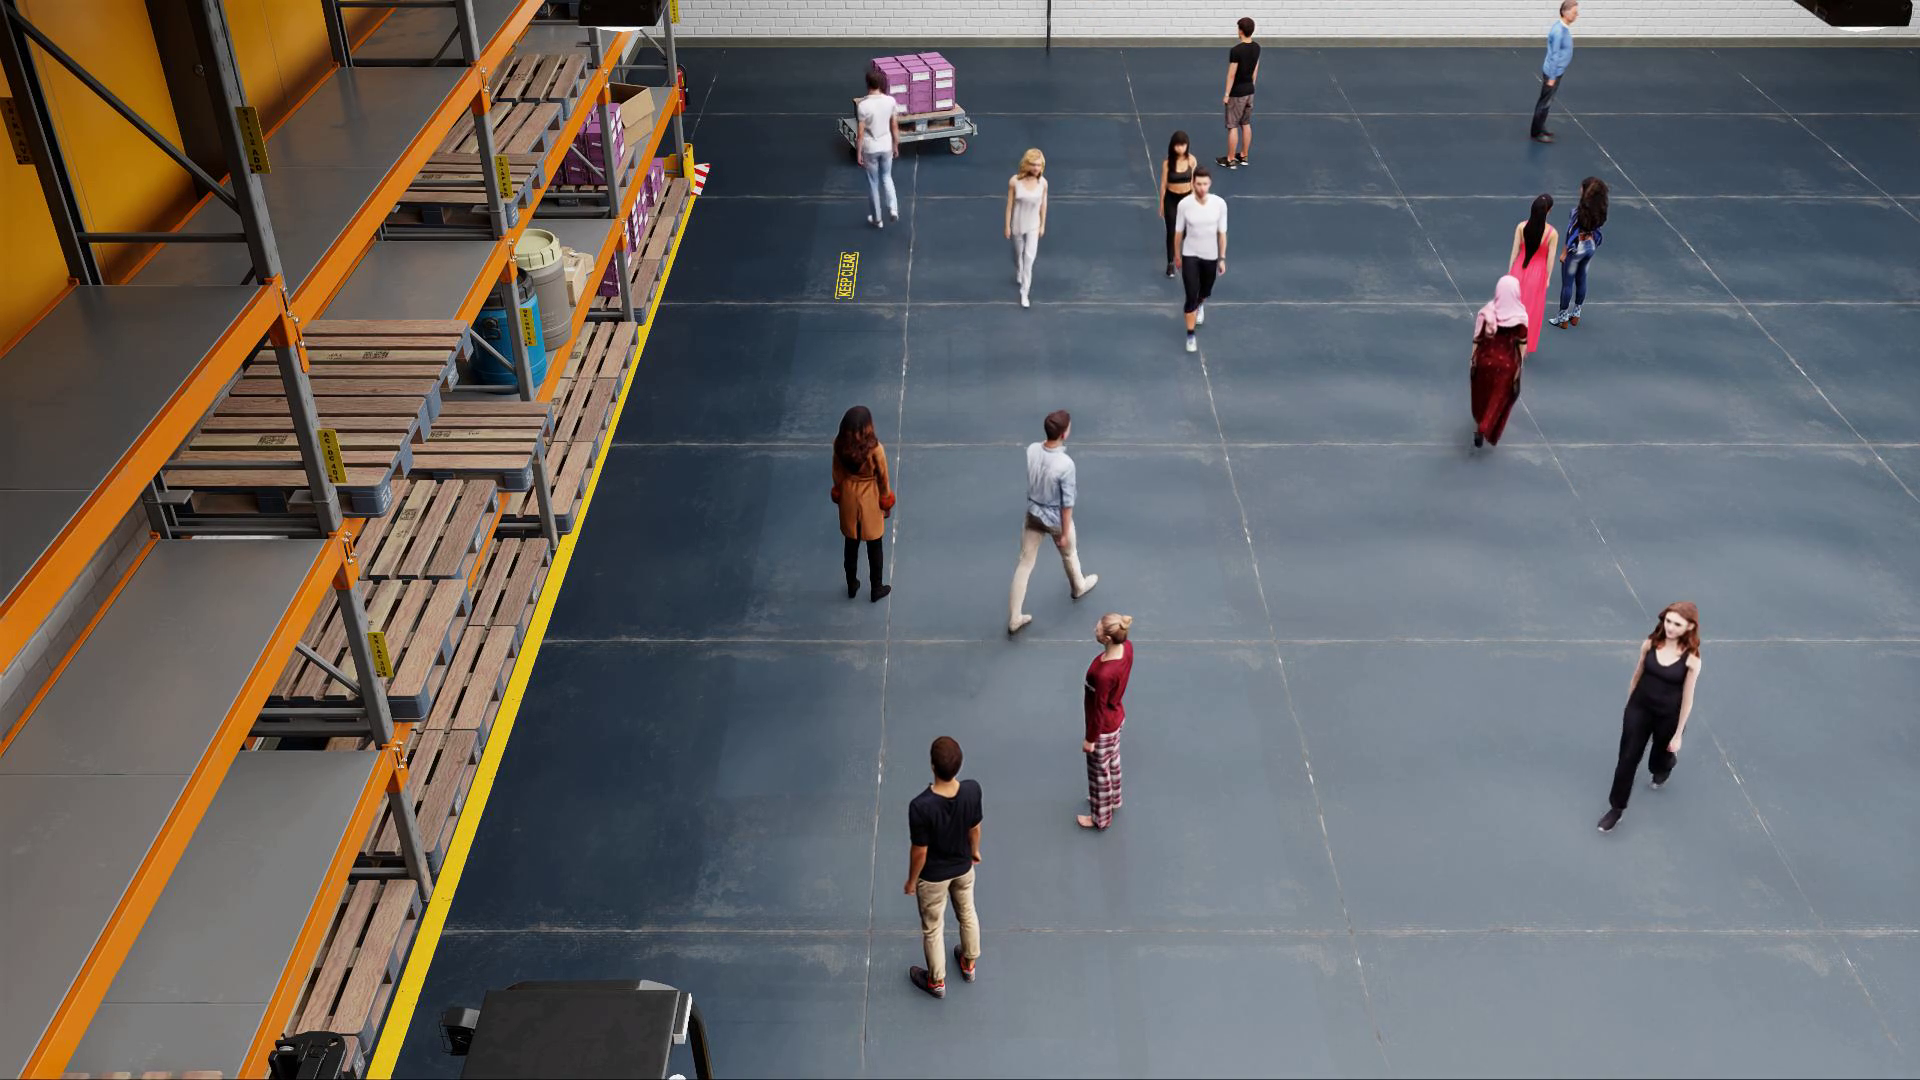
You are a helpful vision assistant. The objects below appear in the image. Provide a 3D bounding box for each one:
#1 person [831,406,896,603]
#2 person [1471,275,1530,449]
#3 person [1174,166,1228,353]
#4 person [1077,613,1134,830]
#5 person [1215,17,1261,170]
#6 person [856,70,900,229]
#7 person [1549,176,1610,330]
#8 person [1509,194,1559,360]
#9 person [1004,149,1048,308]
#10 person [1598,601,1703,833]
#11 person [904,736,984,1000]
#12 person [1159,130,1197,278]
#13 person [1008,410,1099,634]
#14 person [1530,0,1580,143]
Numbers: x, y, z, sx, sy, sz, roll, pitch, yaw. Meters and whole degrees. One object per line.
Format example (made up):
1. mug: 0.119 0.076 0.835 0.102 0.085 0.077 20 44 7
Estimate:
1. person: -0.759 -0.284 12.917 0.750 1.720 0.708 11 35 16
2. person: 4.828 -1.588 14.976 0.948 1.612 1.121 16 37 23
3. person: 2.419 -2.885 16.738 0.718 1.820 1.165 2 34 3
4. person: 0.940 1.157 10.770 0.735 1.697 0.574 12 36 18
5. person: 3.506 -5.581 20.759 0.740 1.860 0.786 -26 41 -33
6. person: -0.902 -4.438 19.054 0.830 1.843 0.882 -16 37 -23
7. person: 6.334 -2.955 17.026 0.697 1.619 0.692 -15 36 -21
8. person: 5.589 -2.573 16.357 0.707 1.723 0.741 19 38 26
9. person: 0.681 -3.367 17.627 0.605 1.639 1.018 1 34 1
10. person: 4.586 1.097 10.834 1.025 1.725 1.117 26 42 34
11. person: -0.085 1.878 9.541 0.723 1.856 0.723 -20 38 -27
12. person: 2.368 -3.701 18.138 0.577 1.631 0.708 -2 34 -3
13. person: 0.600 -0.109 12.580 1.154 1.800 1.269 26 41 33
14. person: 7.711 -6.109 21.598 0.781 1.811 0.641 14 36 20
